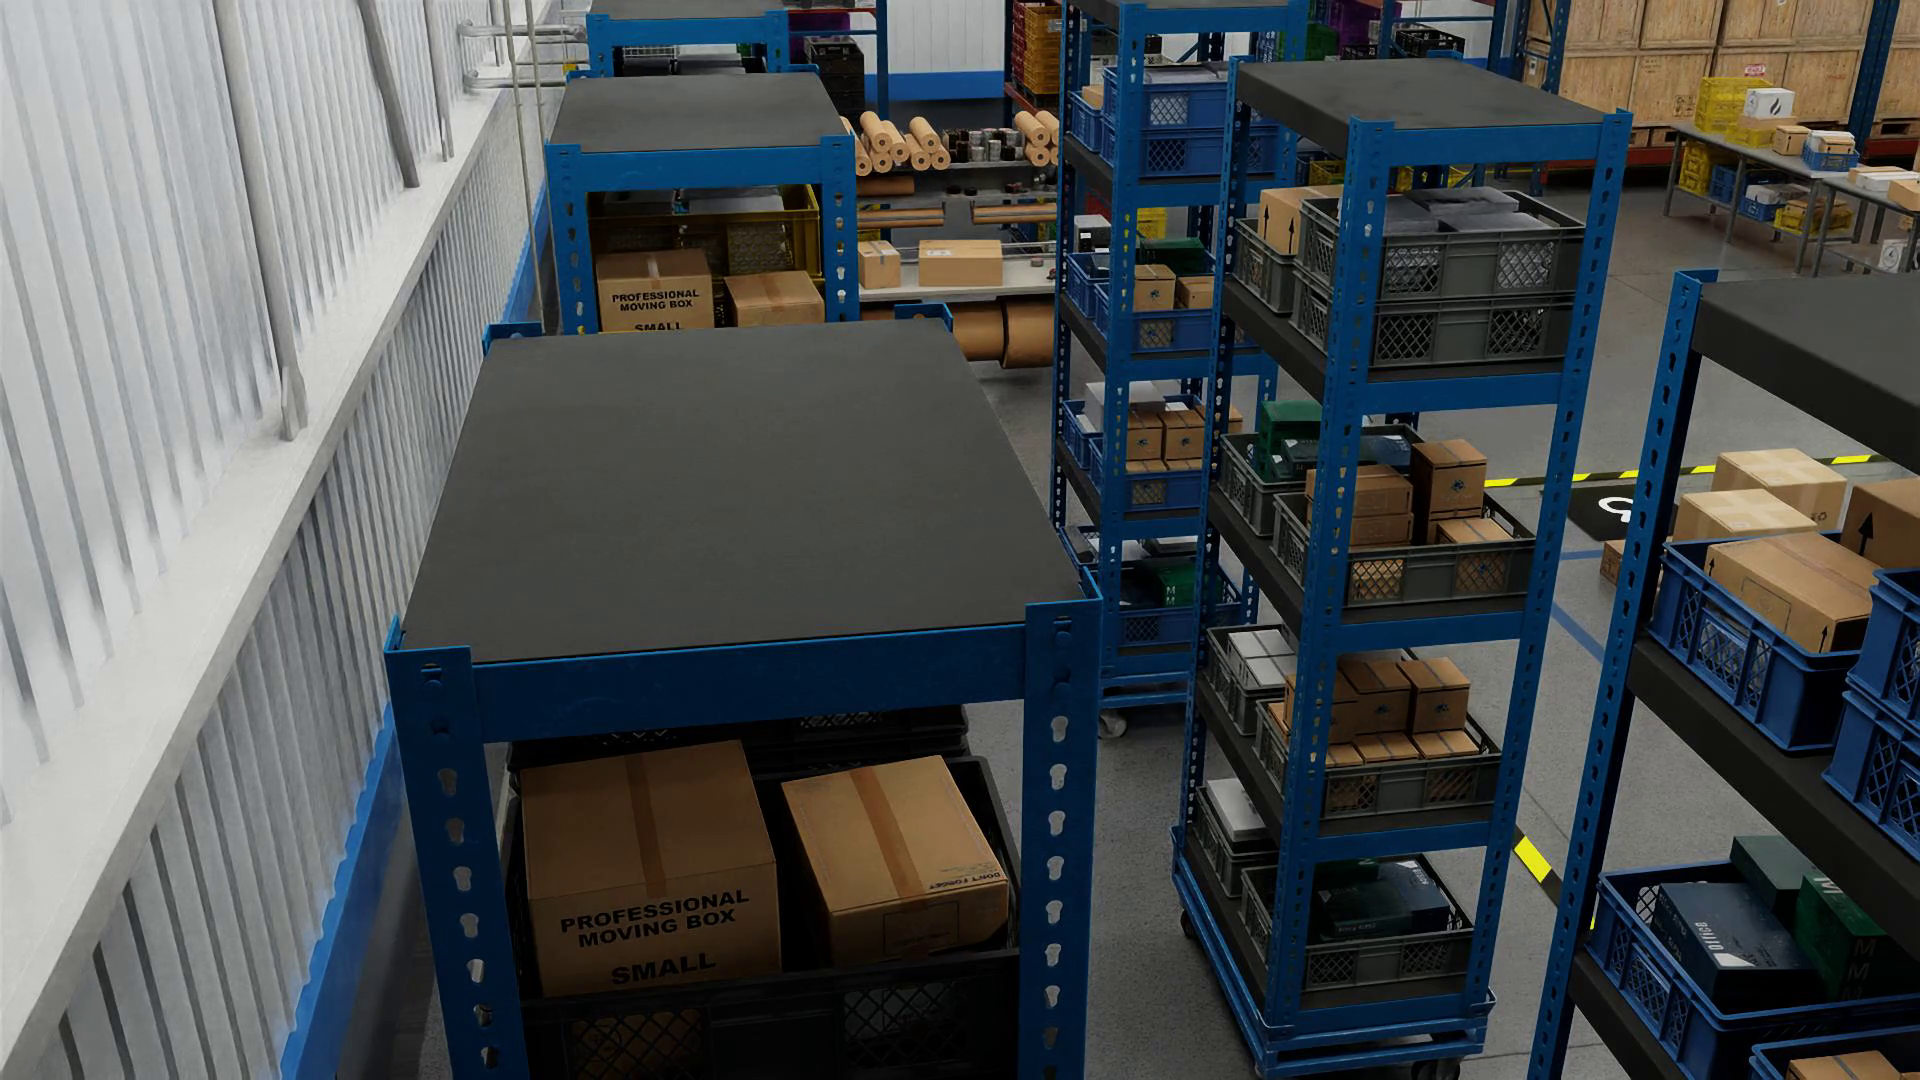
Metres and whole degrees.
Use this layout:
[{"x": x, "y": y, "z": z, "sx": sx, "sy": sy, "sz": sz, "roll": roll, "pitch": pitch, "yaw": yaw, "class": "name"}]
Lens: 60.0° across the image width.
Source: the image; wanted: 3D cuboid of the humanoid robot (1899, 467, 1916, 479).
[{"x": 6.474, "y": -1.081, "z": 10.876, "sx": 0.551, "sy": 1.751, "sz": 0.773, "roll": 16, "pitch": 29, "yaw": 31, "class": "humanoid robot"}]

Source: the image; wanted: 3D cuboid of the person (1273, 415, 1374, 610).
[{"x": 1.787, "y": 0.196, "z": 7.977, "sx": 0.598, "sy": 1.850, "sz": 0.394, "roll": 0, "pitch": 25, "yaw": 0, "class": "person"}]
